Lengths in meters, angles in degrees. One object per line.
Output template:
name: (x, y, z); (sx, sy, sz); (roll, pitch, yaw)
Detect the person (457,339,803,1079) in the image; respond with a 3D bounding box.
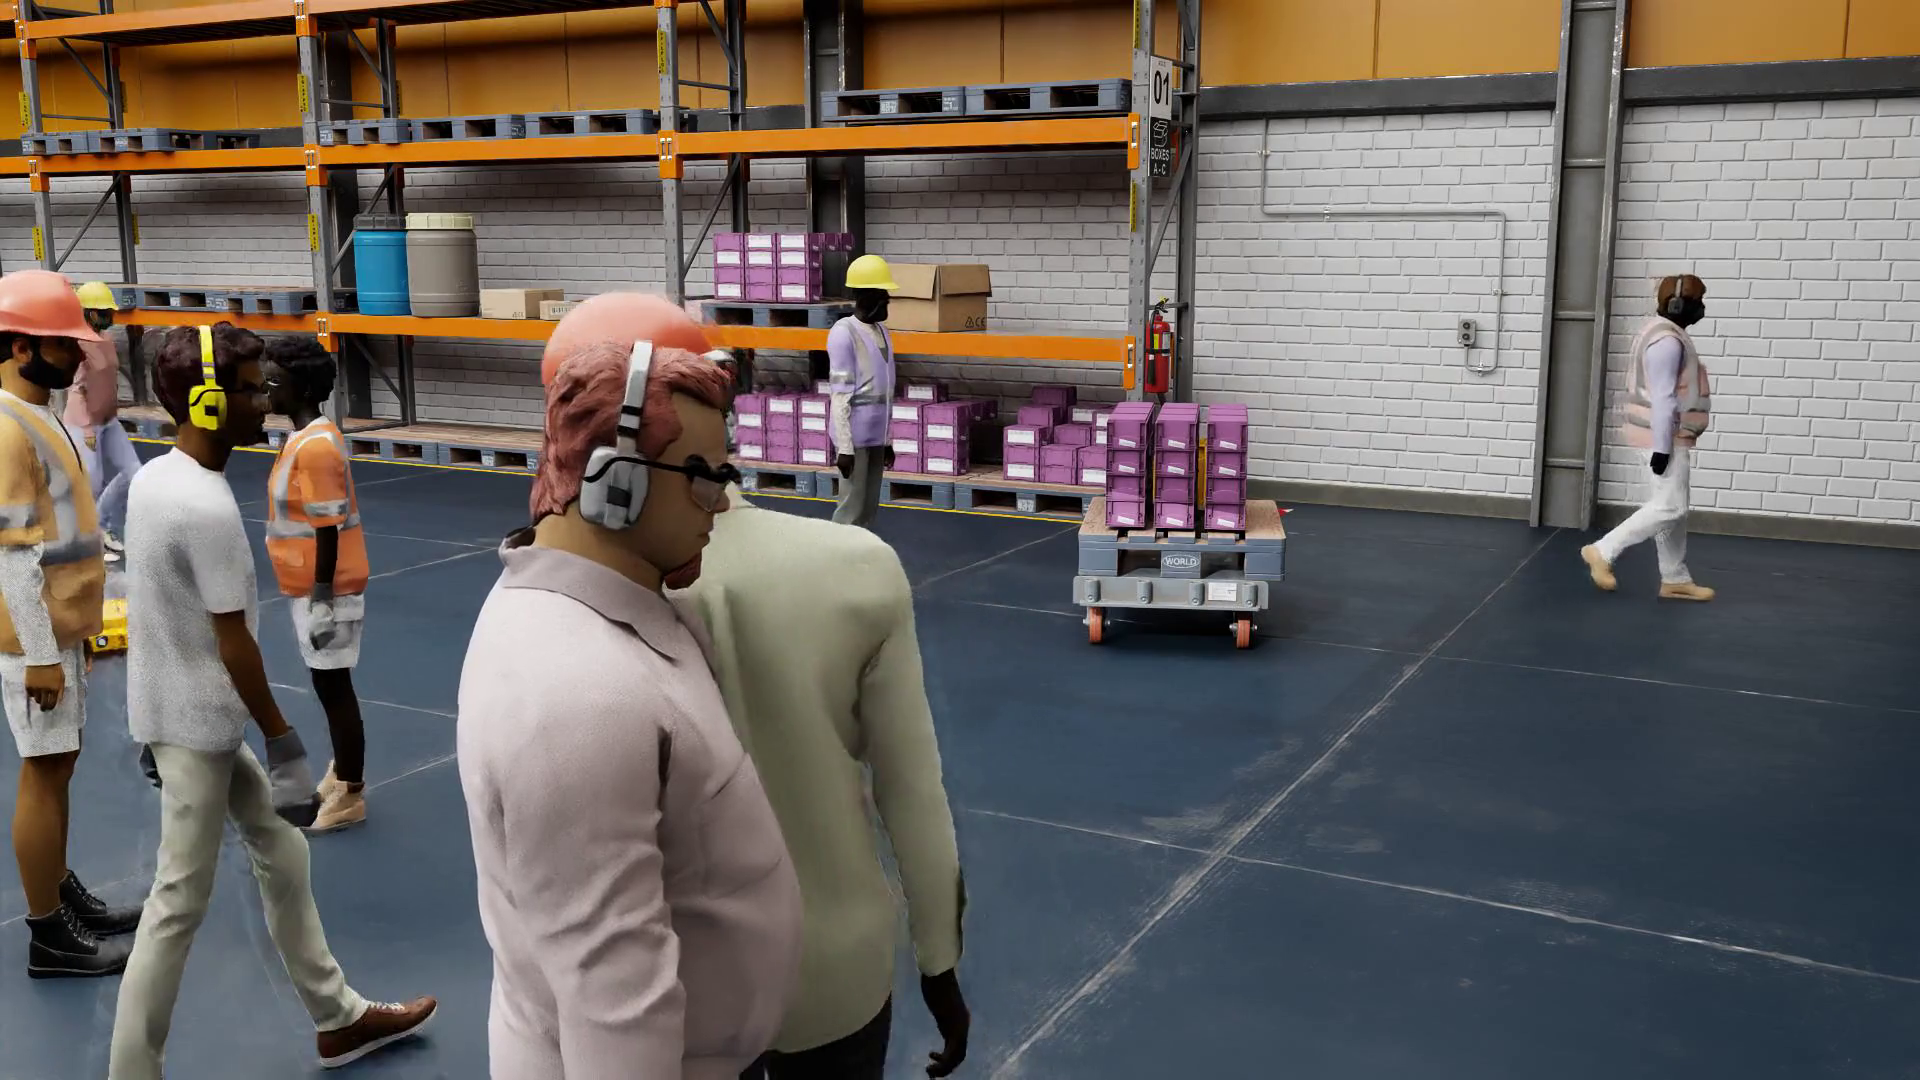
person: (-0.399, 0.702, 2.110); (0.407, 1.902, 0.639); (-3, 11, -16)

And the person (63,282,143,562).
person: (-5.348, -0.723, 10.333); (0.416, 1.746, 0.579); (0, 10, 0)

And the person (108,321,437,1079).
person: (-1.595, 0.432, 3.789); (0.892, 1.825, 0.559); (-7, 12, -32)

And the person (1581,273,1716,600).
person: (3.889, -0.559, 9.229); (0.655, 1.827, 0.651); (4, 11, 21)

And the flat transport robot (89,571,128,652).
flat transport robot: (-4.561, 0.346, 8.532); (0.652, 0.197, 1.431); (-8, 13, -37)

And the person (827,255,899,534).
person: (-0.501, -0.557, 8.935); (0.388, 1.927, 0.589); (4, 11, 21)

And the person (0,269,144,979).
person: (-2.492, 0.233, 4.586); (0.364, 1.935, 0.542); (-4, 11, -22)

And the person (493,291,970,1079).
person: (-0.332, 0.626, 2.400); (0.657, 1.945, 0.546); (-4, 11, -19)

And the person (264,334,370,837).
person: (-2.191, 0.150, 5.688); (0.319, 1.703, 0.556); (-5, 11, -24)
